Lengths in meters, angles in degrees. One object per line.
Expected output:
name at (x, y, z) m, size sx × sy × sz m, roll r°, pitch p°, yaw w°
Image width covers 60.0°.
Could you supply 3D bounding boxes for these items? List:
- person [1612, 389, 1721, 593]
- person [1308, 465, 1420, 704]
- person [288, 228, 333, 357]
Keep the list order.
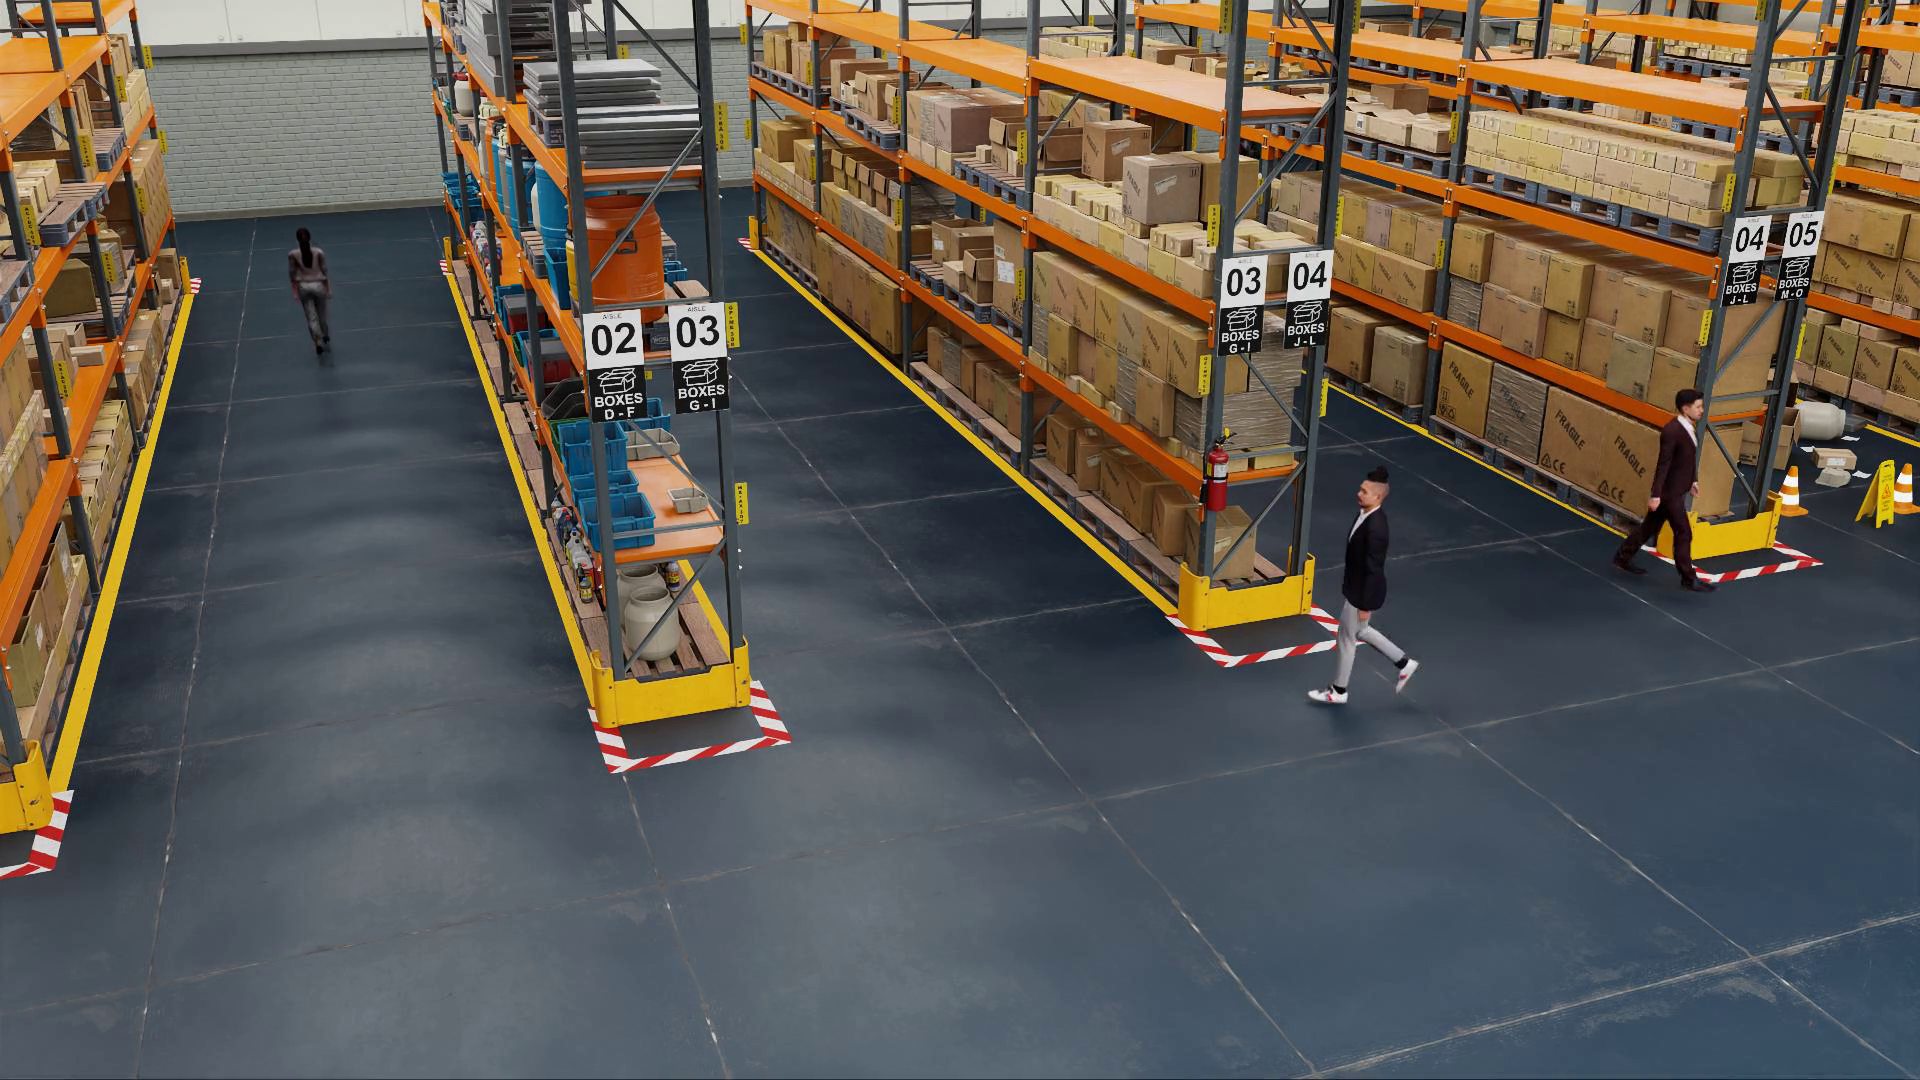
person at (6.227, -0.458, 14.764) m, size 1.262 × 1.820 × 1.143 m, roll 13°, pitch 26°, yaw 28°
person at (3.140, 0.360, 12.609) m, size 1.074 × 1.936 × 1.132 m, roll 2°, pitch 22°, yaw 6°
person at (-8.468, -3.218, 21.731) m, size 0.634 × 1.654 × 0.904 m, roll -9°, pitch 24°, yaw -20°
